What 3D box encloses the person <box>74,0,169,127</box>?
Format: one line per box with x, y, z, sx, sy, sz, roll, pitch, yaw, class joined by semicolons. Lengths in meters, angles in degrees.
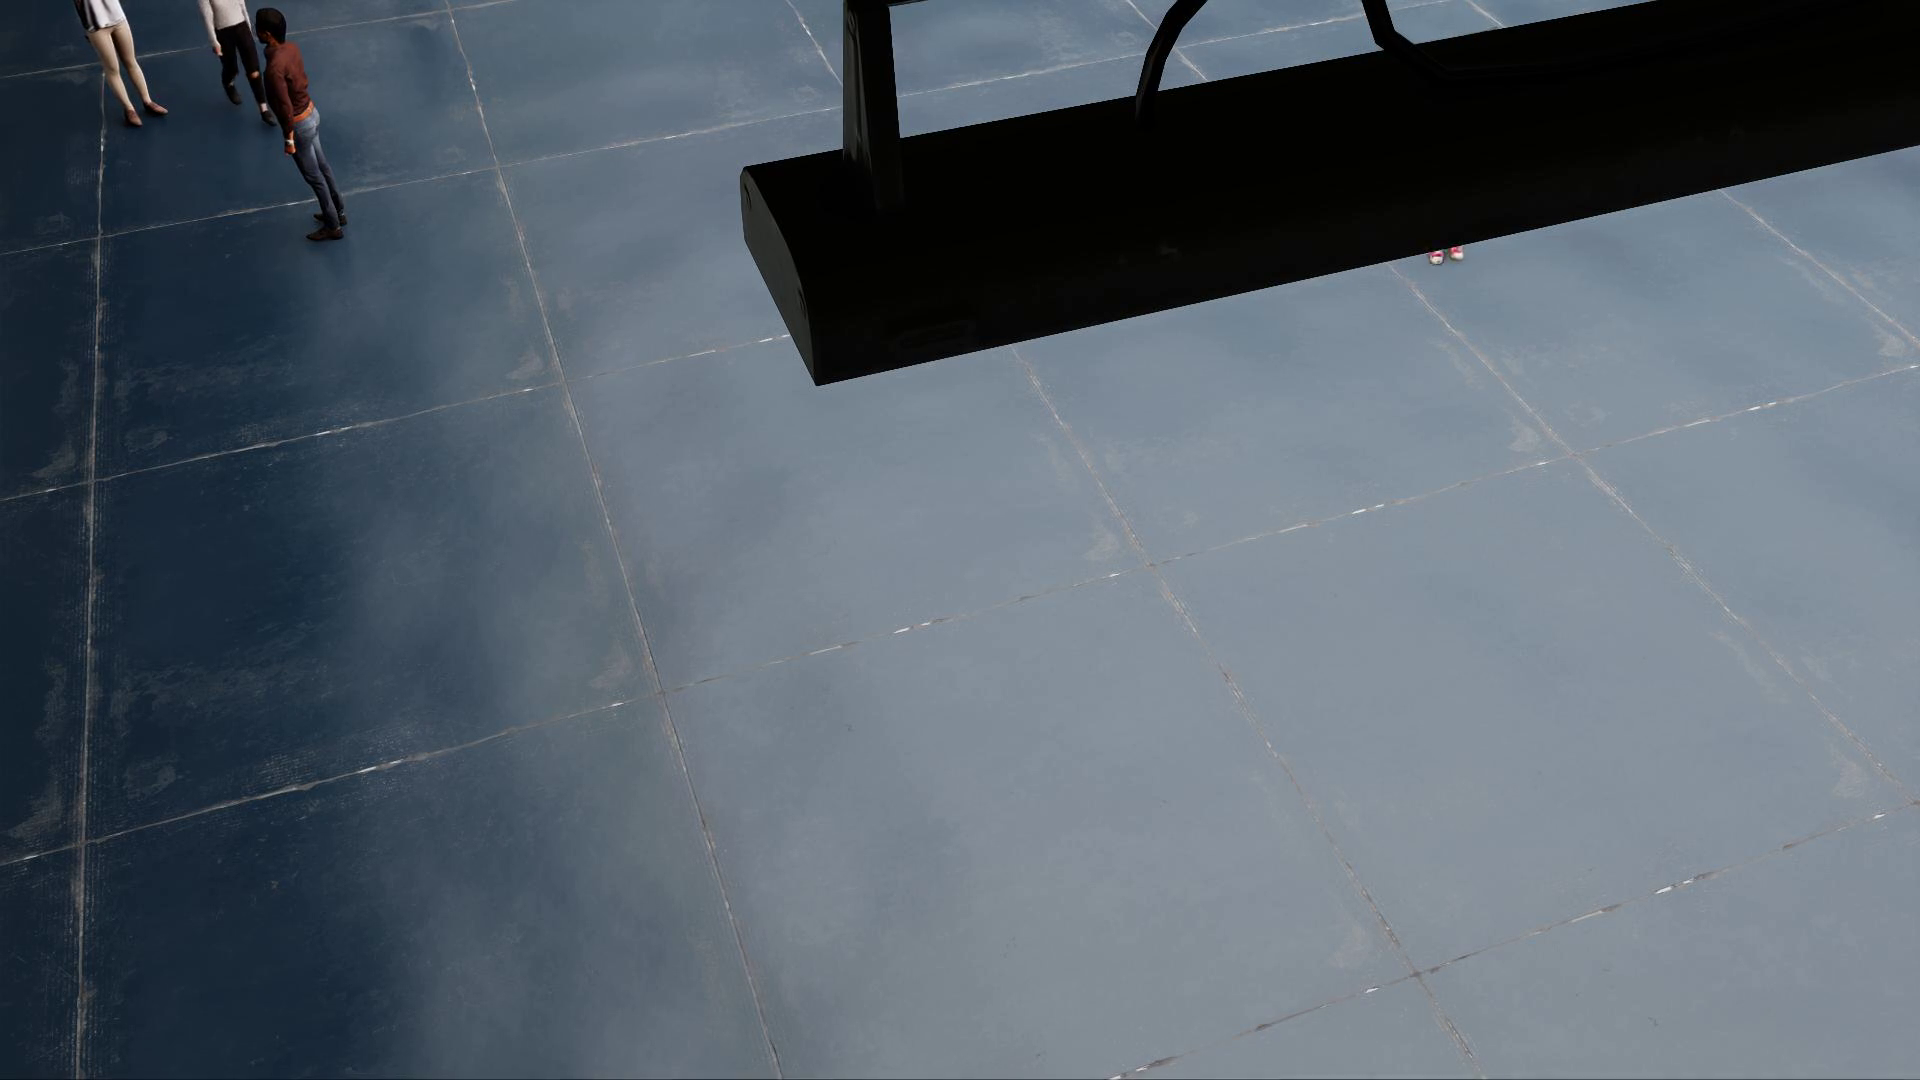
-6.912;-4.183;13.421;0.715;1.651;0.658;-18;46;-18;person

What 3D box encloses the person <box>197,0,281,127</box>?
-5.944;-4.105;13.476;1.026;1.463;0.797;34;53;31;person

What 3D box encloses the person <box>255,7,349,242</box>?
-4.783;-3.015;12.075;0.766;1.782;0.575;-2;43;-2;person
